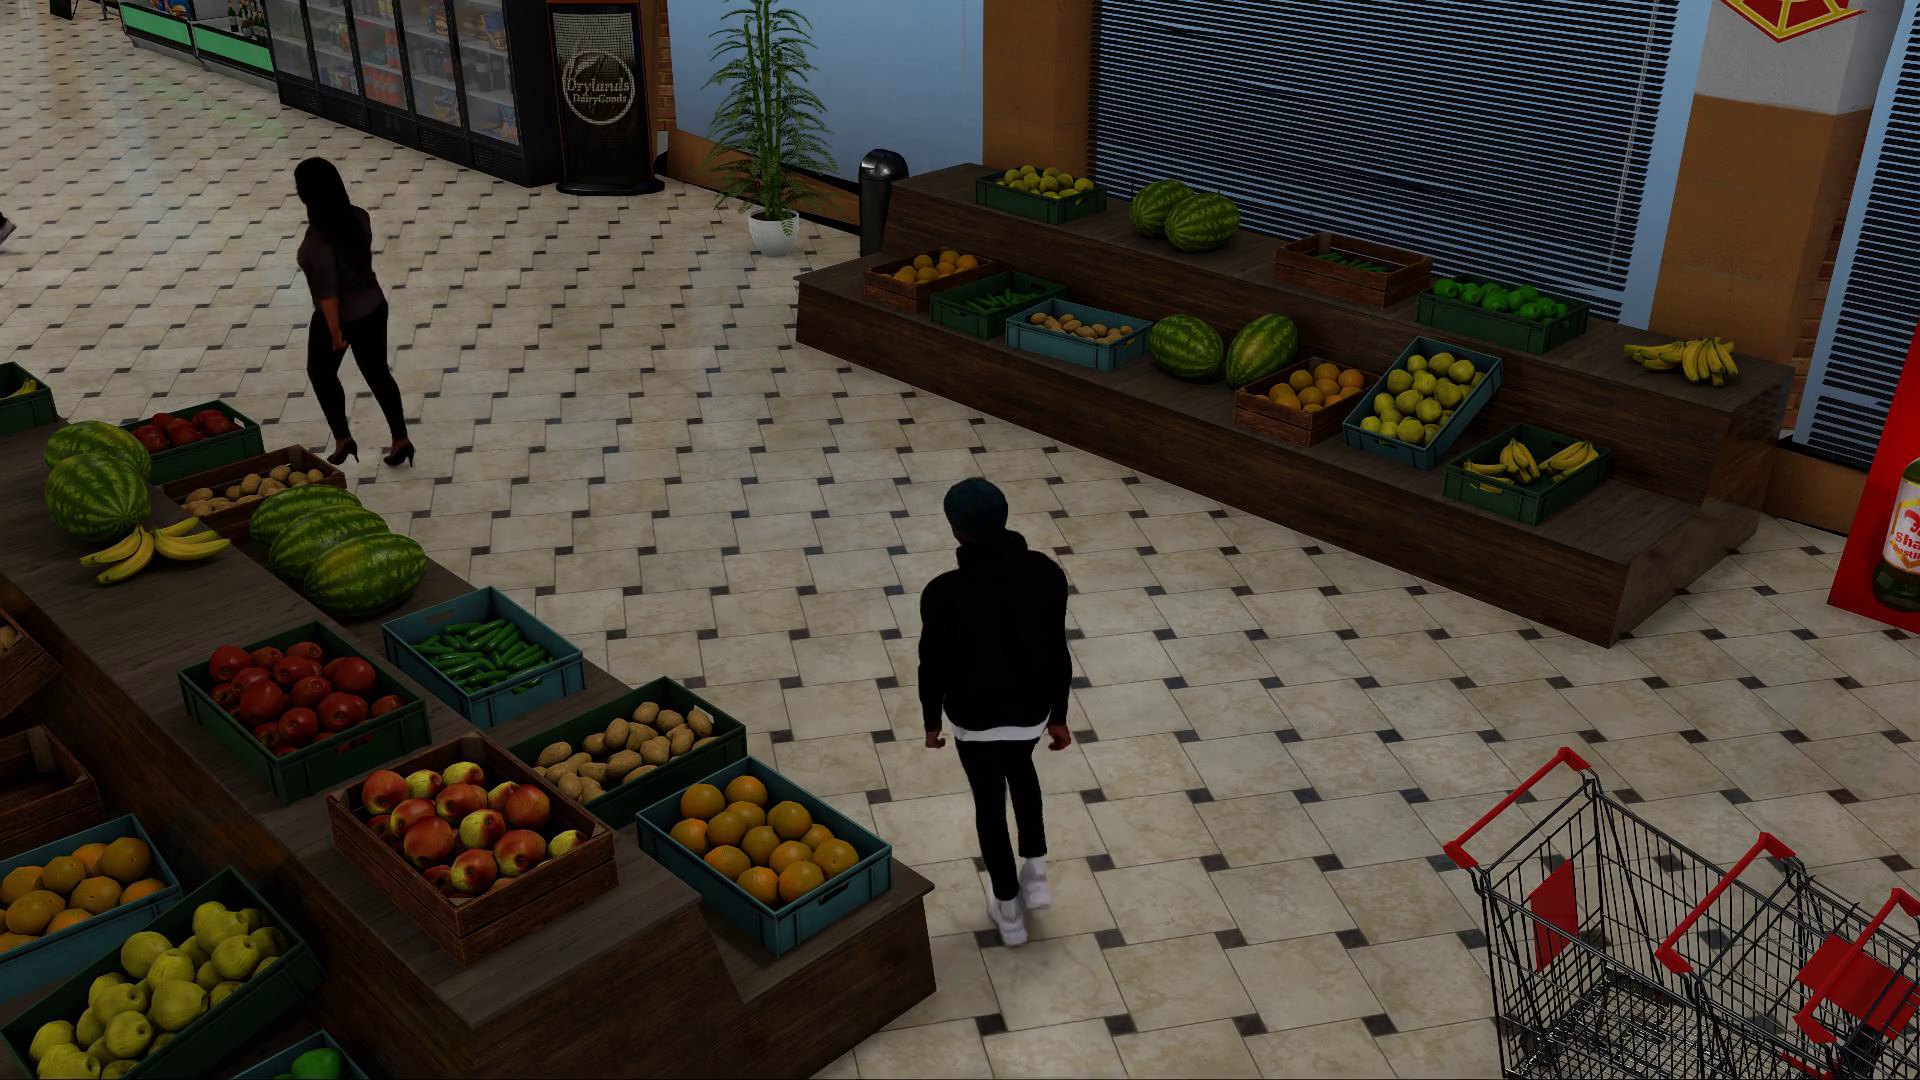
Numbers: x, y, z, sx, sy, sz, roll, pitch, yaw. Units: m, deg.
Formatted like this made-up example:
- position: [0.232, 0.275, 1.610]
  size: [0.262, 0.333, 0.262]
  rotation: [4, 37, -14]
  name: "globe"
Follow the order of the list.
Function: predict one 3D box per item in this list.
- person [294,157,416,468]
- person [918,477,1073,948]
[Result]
- position: [-3.328, -1.216, 9.329]
  size: [0.848, 1.819, 0.785]
  rotation: [12, 29, 22]
  name: "person"
- position: [0.160, 0.647, 5.683]
  size: [0.812, 1.795, 0.841]
  rotation: [-6, 27, -11]
  name: "person"
